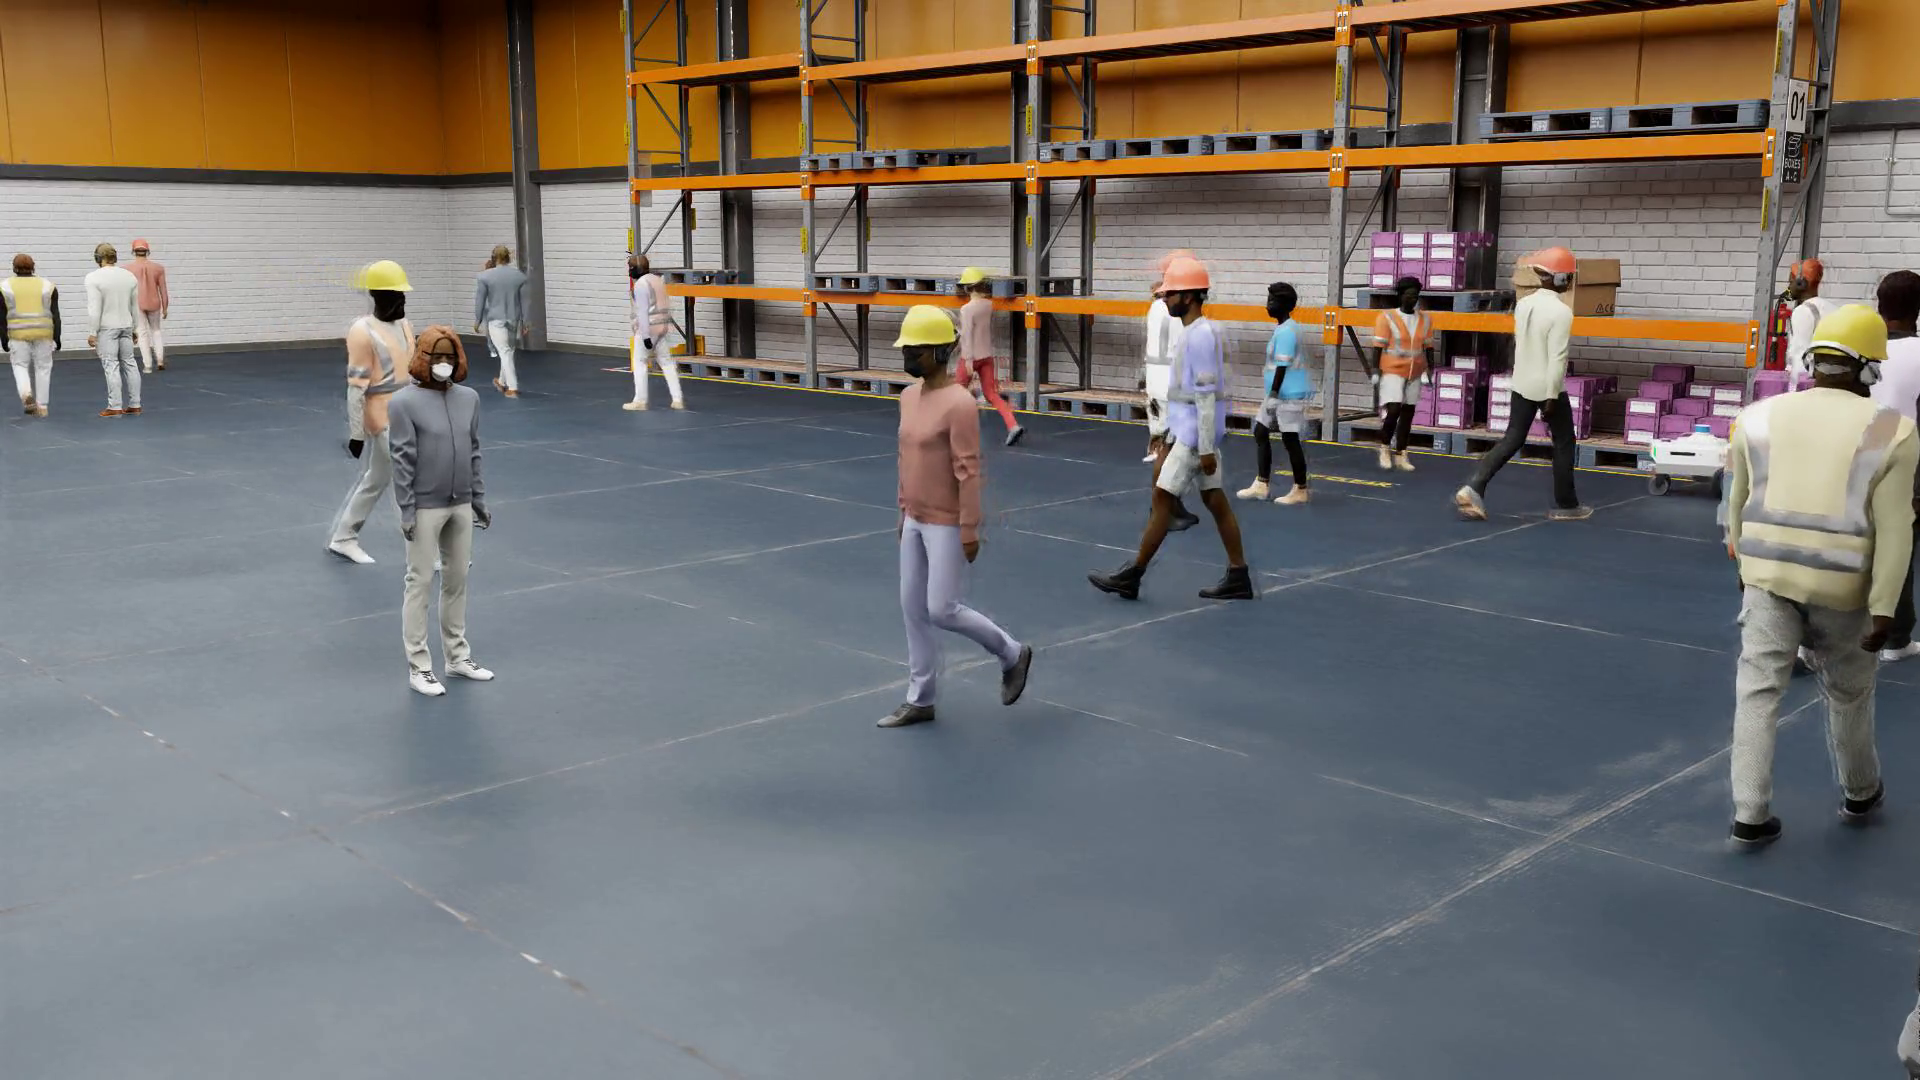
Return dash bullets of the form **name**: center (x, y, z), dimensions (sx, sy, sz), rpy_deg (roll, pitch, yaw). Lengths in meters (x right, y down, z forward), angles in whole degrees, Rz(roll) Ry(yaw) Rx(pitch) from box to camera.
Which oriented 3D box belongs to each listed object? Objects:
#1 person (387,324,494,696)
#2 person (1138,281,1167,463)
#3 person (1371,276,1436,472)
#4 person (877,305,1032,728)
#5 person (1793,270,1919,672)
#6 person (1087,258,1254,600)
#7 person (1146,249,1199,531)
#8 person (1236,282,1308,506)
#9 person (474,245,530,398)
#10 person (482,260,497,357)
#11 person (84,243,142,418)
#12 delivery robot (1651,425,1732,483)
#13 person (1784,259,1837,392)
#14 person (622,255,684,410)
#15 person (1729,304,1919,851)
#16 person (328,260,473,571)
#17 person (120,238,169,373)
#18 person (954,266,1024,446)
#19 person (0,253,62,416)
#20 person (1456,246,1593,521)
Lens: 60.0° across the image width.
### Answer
- **person**: center (-2.309, -0.140, 7.421), dimensions (0.285, 1.632, 0.499), rpy_deg (6, 12, 31)
- **person**: center (1.737, -1.441, 14.537), dimensions (0.567, 1.619, 0.518), rpy_deg (5, 11, 24)
- **person**: center (3.765, -1.402, 14.147), dimensions (0.561, 1.673, 0.375), rpy_deg (-3, 11, -15)
- **person**: center (-0.034, -0.088, 6.829), dimensions (0.574, 1.755, 0.533), rpy_deg (-6, 12, -30)
- **person**: center (4.223, -0.313, 7.731), dimensions (1.001, 1.875, 0.610), rpy_deg (-8, 13, -37)
- **person**: center (1.193, -0.591, 9.169), dimensions (0.980, 1.890, 0.568), rpy_deg (2, 11, 10)
- **person**: center (1.533, -1.005, 11.335), dimensions (0.575, 1.921, 0.570), rpy_deg (-2, 11, -11)
- **person**: center (2.338, -1.088, 12.471), dimensions (0.668, 1.670, 0.545), rpy_deg (1, 10, 7)
- **person**: center (-5.791, -2.752, 20.968), dimensions (0.639, 1.882, 1.026), rpy_deg (-9, 13, -39)
- **person**: center (-7.660, -3.805, 27.462), dimensions (0.531, 1.598, 0.752), rpy_deg (-7, 12, -32)
- **person**: center (-9.413, -2.325, 18.501), dimensions (0.356, 1.936, 0.638), rpy_deg (5, 11, 24)
- **delivery robot**: center (5.742, -0.652, 12.896), dimensions (0.707, 0.478, 0.477), rpy_deg (5, 12, 25)
- **person**: center (5.905, -1.051, 11.790), dimensions (0.577, 1.846, 0.891), rpy_deg (-7, 13, -34)
- **person**: center (-3.552, -2.399, 19.317), dimensions (0.682, 1.807, 0.650), rpy_deg (3, 11, 15)
- **person**: center (2.886, 0.116, 5.585), dimensions (0.606, 1.787, 0.872), rpy_deg (9, 14, 42)
- **person**: center (-3.474, -0.746, 10.077), dimensions (0.998, 1.881, 0.591), rpy_deg (1, 10, 7)
- **person**: center (-12.056, -3.454, 24.567), dimensions (0.615, 1.975, 0.532), rpy_deg (-8, 13, -37)
- **person**: center (0.207, -1.759, 15.976), dimensions (0.838, 1.732, 0.524), rpy_deg (8, 13, 36)
- **person**: center (-10.314, -2.262, 18.464), dimensions (0.633, 1.827, 0.540), rpy_deg (-6, 12, -31)
- **person**: center (4.028, -1.085, 11.724), dimensions (0.997, 1.958, 0.608), rpy_deg (-4, 11, -20)
